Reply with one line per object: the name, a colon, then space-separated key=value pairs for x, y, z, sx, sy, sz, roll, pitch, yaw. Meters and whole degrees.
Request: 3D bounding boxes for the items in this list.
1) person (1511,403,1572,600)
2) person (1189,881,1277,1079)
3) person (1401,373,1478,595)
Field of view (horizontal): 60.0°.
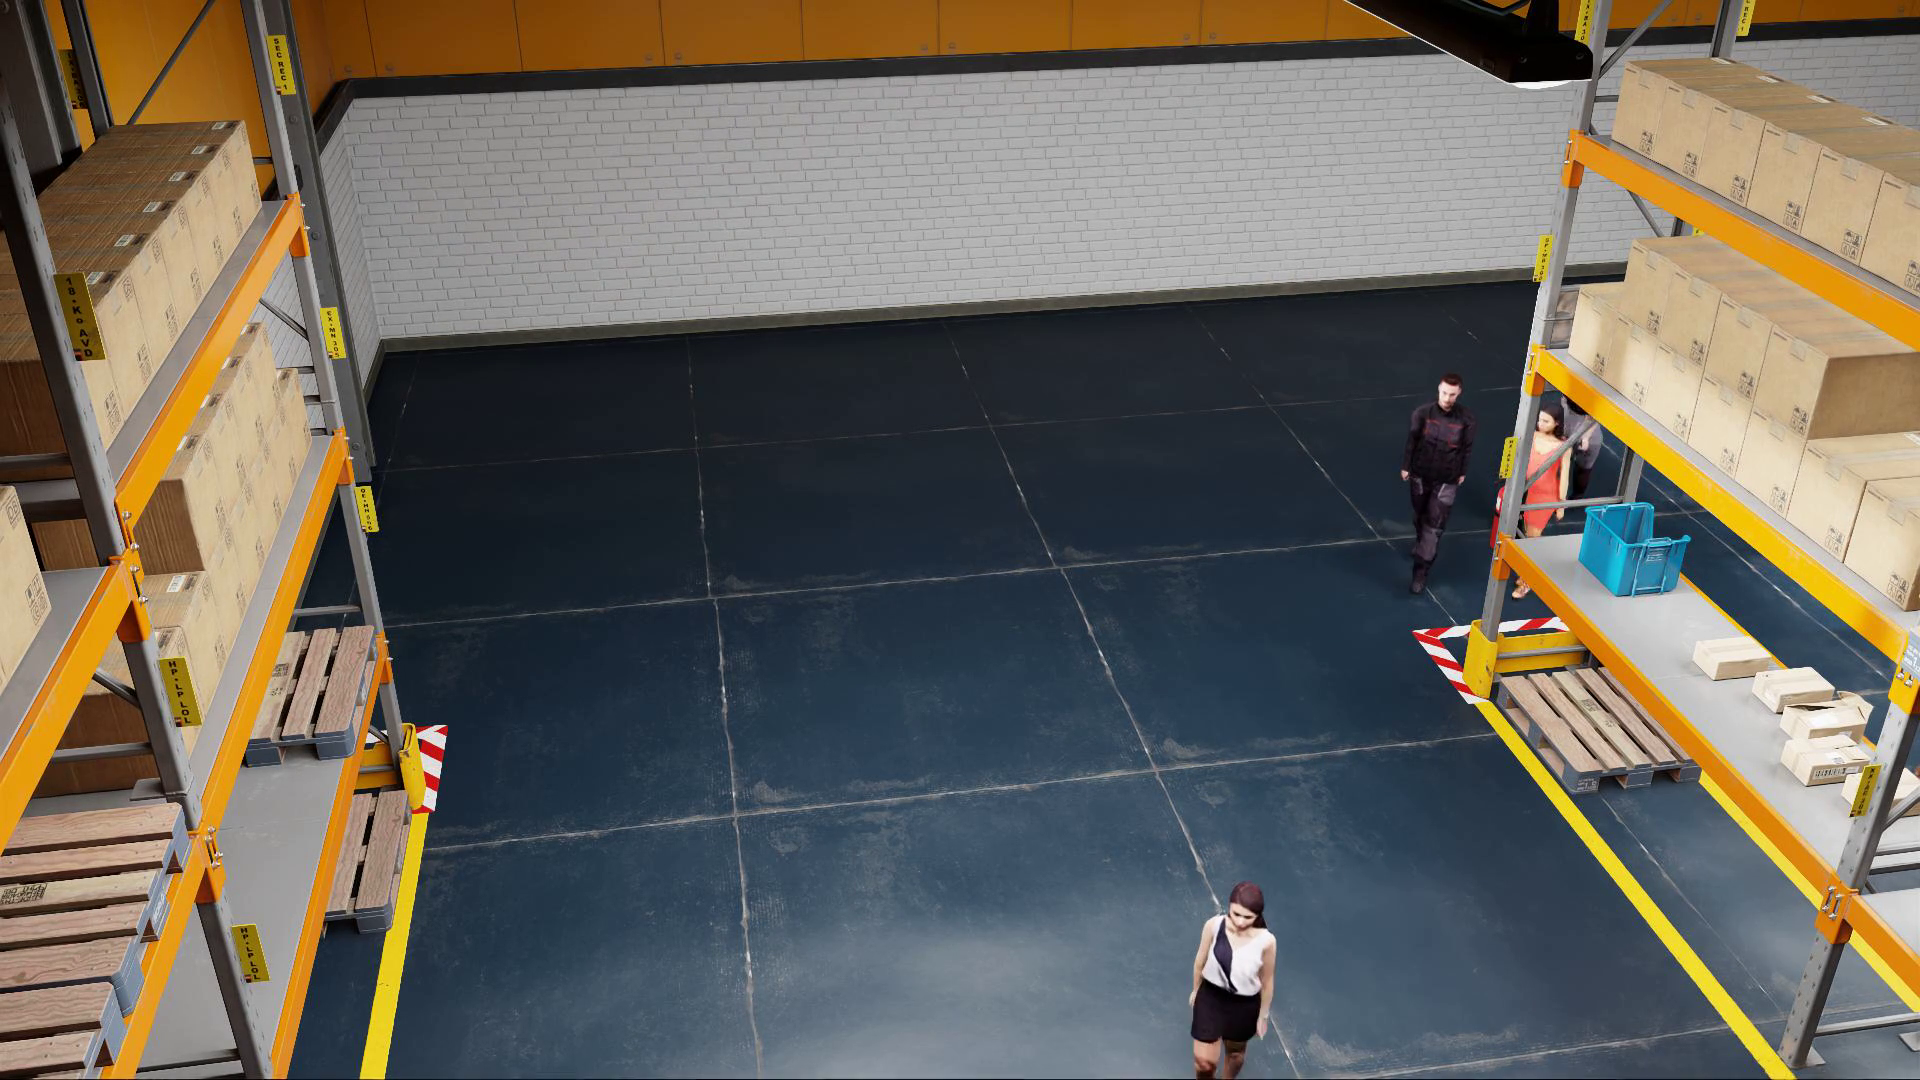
person: x=4.880 y=-0.373 z=13.874 sx=0.802 sy=1.701 sz=0.763 roll=-18 pitch=34 yaw=-30
person: x=1.451 y=2.415 z=8.833 sx=0.710 sy=1.634 sz=0.762 roll=8 pitch=30 yaw=14
person: x=4.015 y=-0.559 z=14.047 sx=1.172 sy=1.862 sz=1.345 roll=14 pitch=31 yaw=23
